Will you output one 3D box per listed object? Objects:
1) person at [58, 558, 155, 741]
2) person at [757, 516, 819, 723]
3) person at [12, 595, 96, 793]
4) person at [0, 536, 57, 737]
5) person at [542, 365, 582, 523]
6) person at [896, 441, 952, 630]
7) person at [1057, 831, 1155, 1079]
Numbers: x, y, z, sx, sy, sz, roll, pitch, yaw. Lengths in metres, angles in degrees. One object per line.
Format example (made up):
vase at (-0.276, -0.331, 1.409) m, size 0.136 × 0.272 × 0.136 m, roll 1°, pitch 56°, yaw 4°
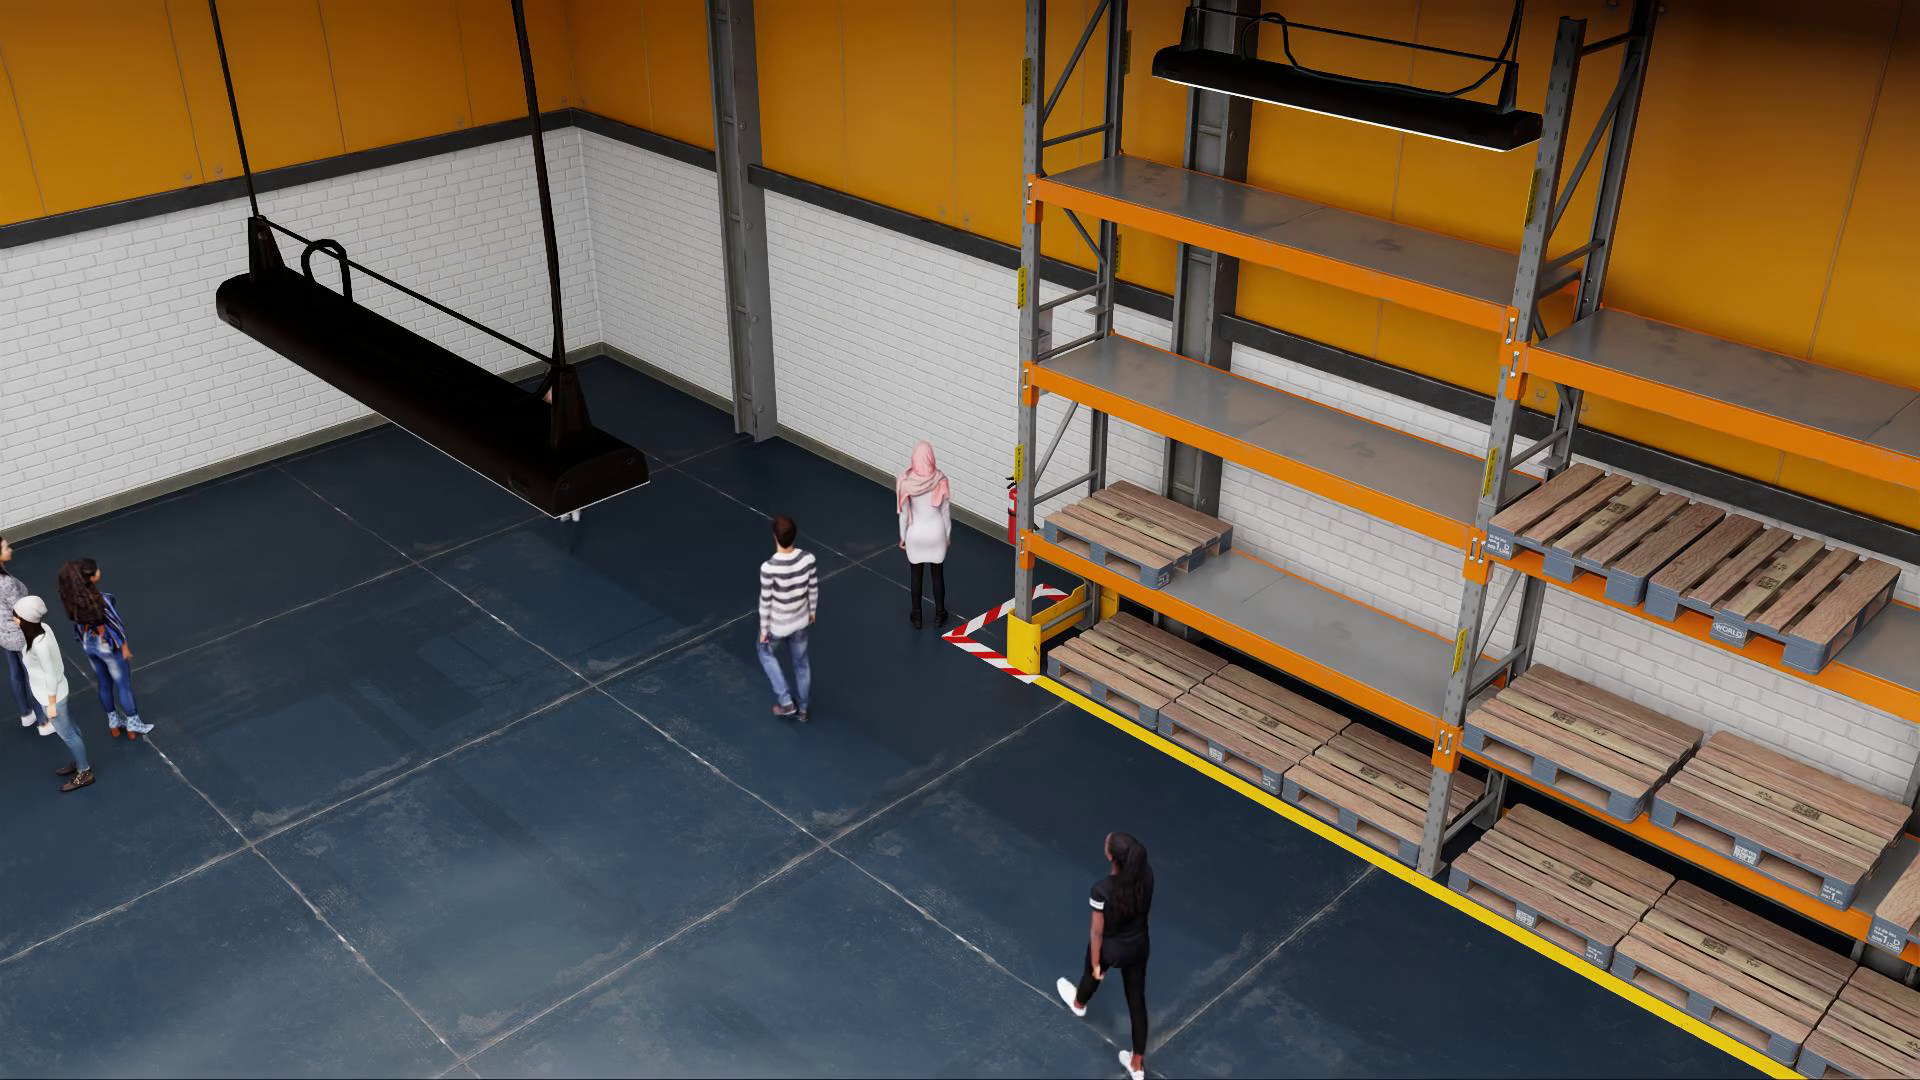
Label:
person at (-6.763, 0.851, 13.148) m, size 0.620 × 1.615 × 0.740 m, roll 10°, pitch 30°, yaw 18°
person at (-1.330, 0.687, 13.214) m, size 0.755 × 1.841 × 0.722 m, roll -16°, pitch 33°, yaw -27°
person at (-6.871, 1.141, 12.585) m, size 0.677 × 1.645 × 0.523 m, roll -15°, pitch 32°, yaw -26°
person at (-7.509, 0.743, 13.225) m, size 0.525 × 1.732 × 0.718 m, roll 18°, pitch 33°, yaw 29°
person at (-3.862, -0.905, 16.287) m, size 0.807 × 1.693 × 0.884 m, roll -6°, pitch 29°, yaw -10°
person at (-0.299, -0.042, 14.589) m, size 0.737 × 1.803 × 0.794 m, roll -1°, pitch 29°, yaw -1°
person at (1.013, 2.520, 10.011) m, size 0.893 × 1.690 × 1.205 m, roll -12°, pitch 31°, yaw -21°
